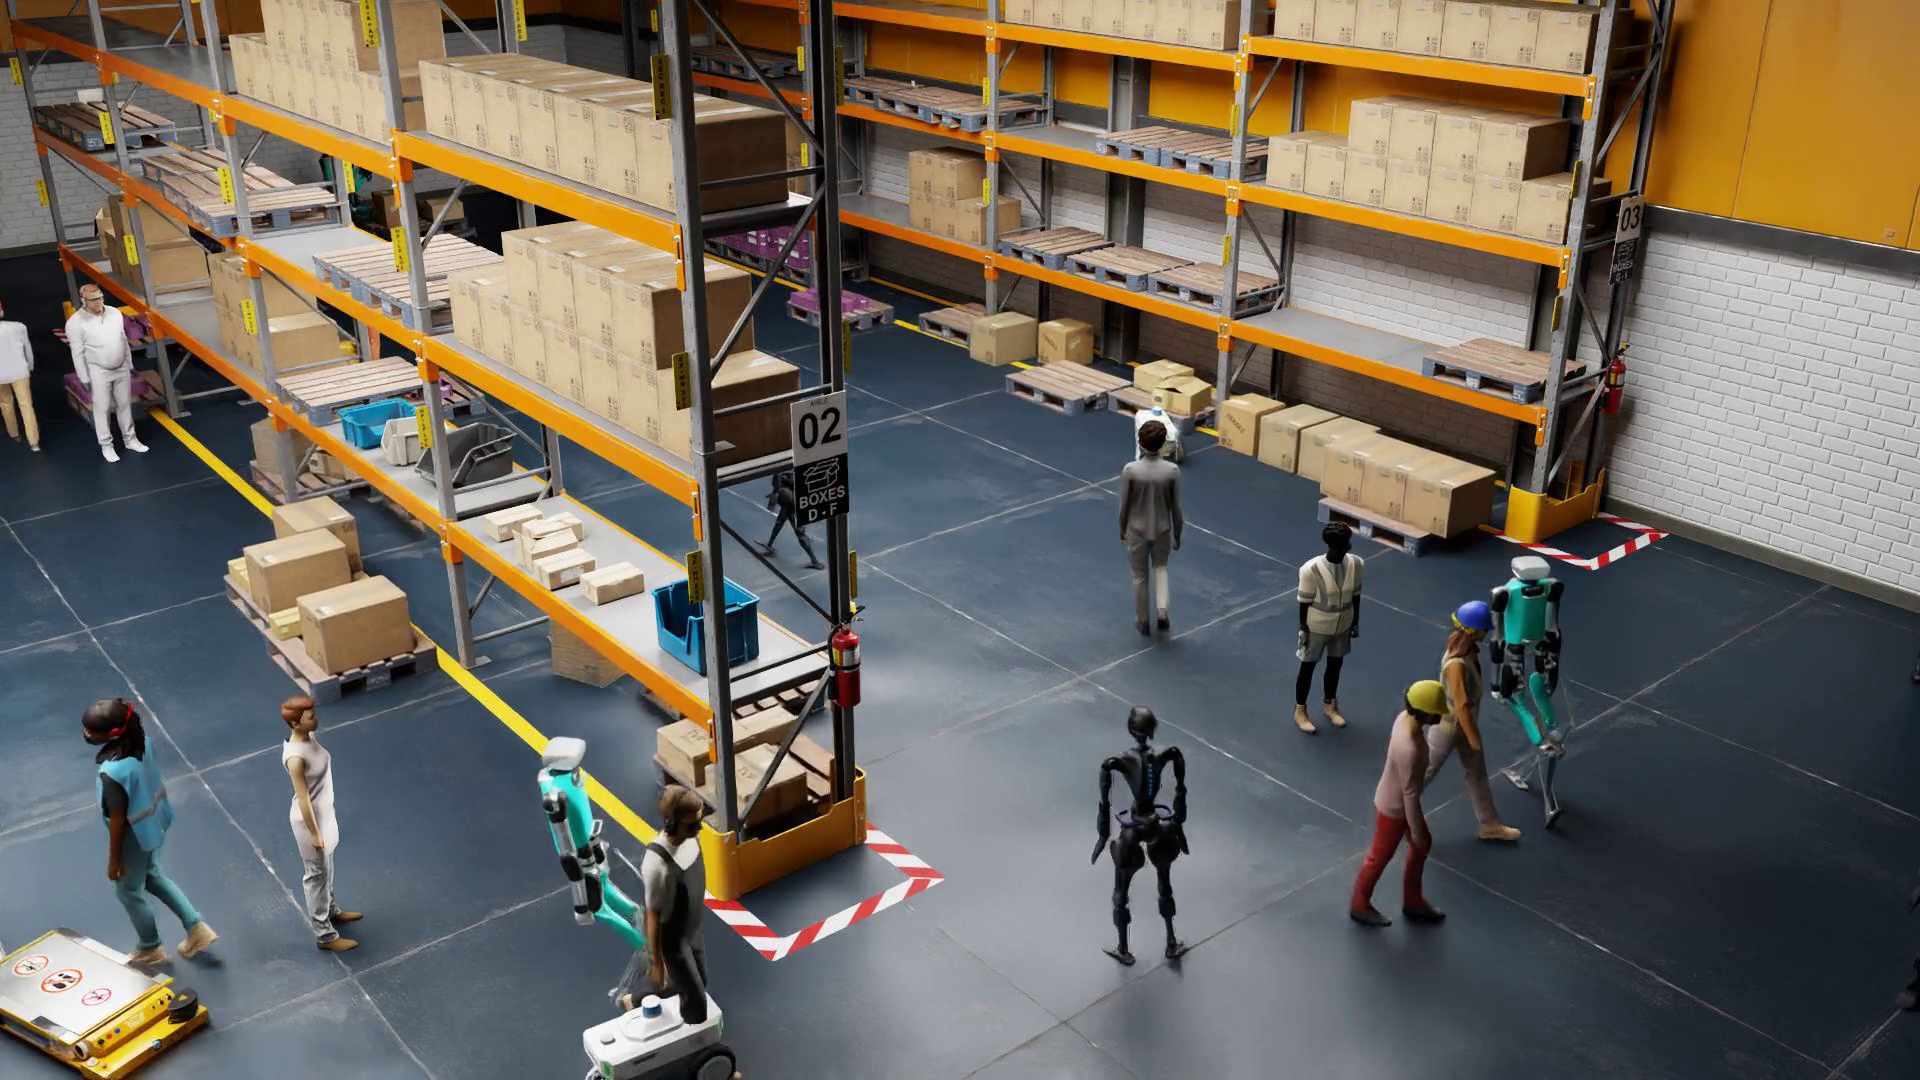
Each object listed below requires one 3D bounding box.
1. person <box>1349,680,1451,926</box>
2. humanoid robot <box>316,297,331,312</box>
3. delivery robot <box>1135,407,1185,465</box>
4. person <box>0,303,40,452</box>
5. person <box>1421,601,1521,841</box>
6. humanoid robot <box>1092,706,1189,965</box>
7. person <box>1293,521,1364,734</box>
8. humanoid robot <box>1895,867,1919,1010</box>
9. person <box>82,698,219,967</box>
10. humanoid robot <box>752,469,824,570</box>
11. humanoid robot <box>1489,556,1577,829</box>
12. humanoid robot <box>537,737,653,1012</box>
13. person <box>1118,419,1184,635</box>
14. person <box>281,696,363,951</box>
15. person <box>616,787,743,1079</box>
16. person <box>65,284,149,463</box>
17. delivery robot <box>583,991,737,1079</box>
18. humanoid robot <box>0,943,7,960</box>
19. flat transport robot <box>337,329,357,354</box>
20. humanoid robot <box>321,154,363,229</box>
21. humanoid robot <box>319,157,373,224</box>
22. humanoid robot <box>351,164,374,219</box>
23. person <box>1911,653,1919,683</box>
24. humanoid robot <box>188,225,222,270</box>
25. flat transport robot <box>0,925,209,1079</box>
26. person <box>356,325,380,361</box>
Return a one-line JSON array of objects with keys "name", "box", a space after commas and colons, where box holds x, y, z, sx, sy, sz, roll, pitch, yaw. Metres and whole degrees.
[{"name": "person", "box": [2.756, 1.613, 10.038, 0.710, 1.734, 0.560, 6, 24, 15]}, {"name": "humanoid robot", "box": [-9.128, -3.972, 23.012, 1.027, 1.729, 0.540, 16, 28, 32]}, {"name": "delivery robot", "box": [2.118, -1.124, 17.893, 0.499, 0.601, 0.783, -2, 23, -5]}, {"name": "person", "box": [-10.314, -1.815, 18.040, 0.547, 1.705, 0.910, -15, 28, -31]}, {"name": "person", "box": [3.304, 1.210, 10.997, 0.873, 1.727, 0.457, 15, 27, 30]}, {"name": "humanoid robot", "box": [1.087, 1.752, 9.811, 0.590, 1.646, 0.384, -6, 24, -14]}, {"name": "person", "box": [2.736, 0.634, 12.377, 0.533, 1.693, 0.320, -8, 24, -17]}, {"name": "humanoid robot", "box": [5.658, 1.985, 9.268, 0.608, 1.648, 0.345, 14, 27, 29]}, {"name": "person", "box": [-4.774, 1.709, 9.698, 0.606, 1.844, 0.575, -2, 23, -4]}, {"name": "humanoid robot", "box": [-1.624, -0.522, 15.130, 0.771, 1.624, 0.611, 7, 24, 15]}, {"name": "humanoid robot", "box": [3.986, 1.078, 11.313, 0.558, 1.770, 0.974, -6, 24, -14]}, {"name": "humanoid robot", "box": [-1.945, 1.930, 9.365, 0.713, 1.810, 0.546, -2, 23, -4]}, {"name": "person", "box": [1.584, -0.090, 13.826, 0.526, 1.882, 0.455, -1, 23, -2]}, {"name": "person", "box": [-3.853, 1.685, 9.983, 0.285, 1.661, 0.439, -5, 24, -11]}, {"name": "person", "box": [-1.551, 2.090, 8.850, 0.721, 1.818, 0.543, 6, 24, 14]}, {"name": "person", "box": [-9.085, -1.796, 17.740, 0.410, 1.905, 0.654, 12, 26, 26]}, {"name": "delivery robot", "box": [-1.626, 2.729, 8.982, 0.805, 0.609, 0.499, -15, 27, -30]}, {"name": "humanoid robot", "box": [-5.872, 1.760, 9.777, 1.052, 1.759, 0.553, 18, 29, 36]}, {"name": "flat transport robot", "box": [-8.249, -2.522, 21.483, 0.659, 0.231, 1.431, -21, 31, -39]}, {"name": "humanoid robot", "box": [-10.196, -5.830, 27.430, 0.584, 1.628, 0.744, 10, 25, 22]}, {"name": "humanoid robot", "box": [-9.618, -5.405, 26.400, 0.531, 1.790, 1.046, 9, 25, 19]}, {"name": "humanoid robot", "box": [-10.290, -6.257, 28.112, 0.533, 1.677, 0.735, 7, 24, 16]}, {"name": "person", "box": [7.805, 0.261, 12.961, 0.546, 1.923, 0.386, 15, 27, 31]}, {"name": "humanoid robot", "box": [-10.481, -4.011, 23.188, 0.509, 1.640, 0.599, 7, 24, 16]}, {"name": "flat transport robot", "box": [-5.066, 2.638, 9.534, 1.431, 0.231, 0.659, 13, 26, 27]}, {"name": "person", "box": [-7.172, -2.736, 20.103, 0.499, 1.759, 0.339, 15, 27, 30]}]
